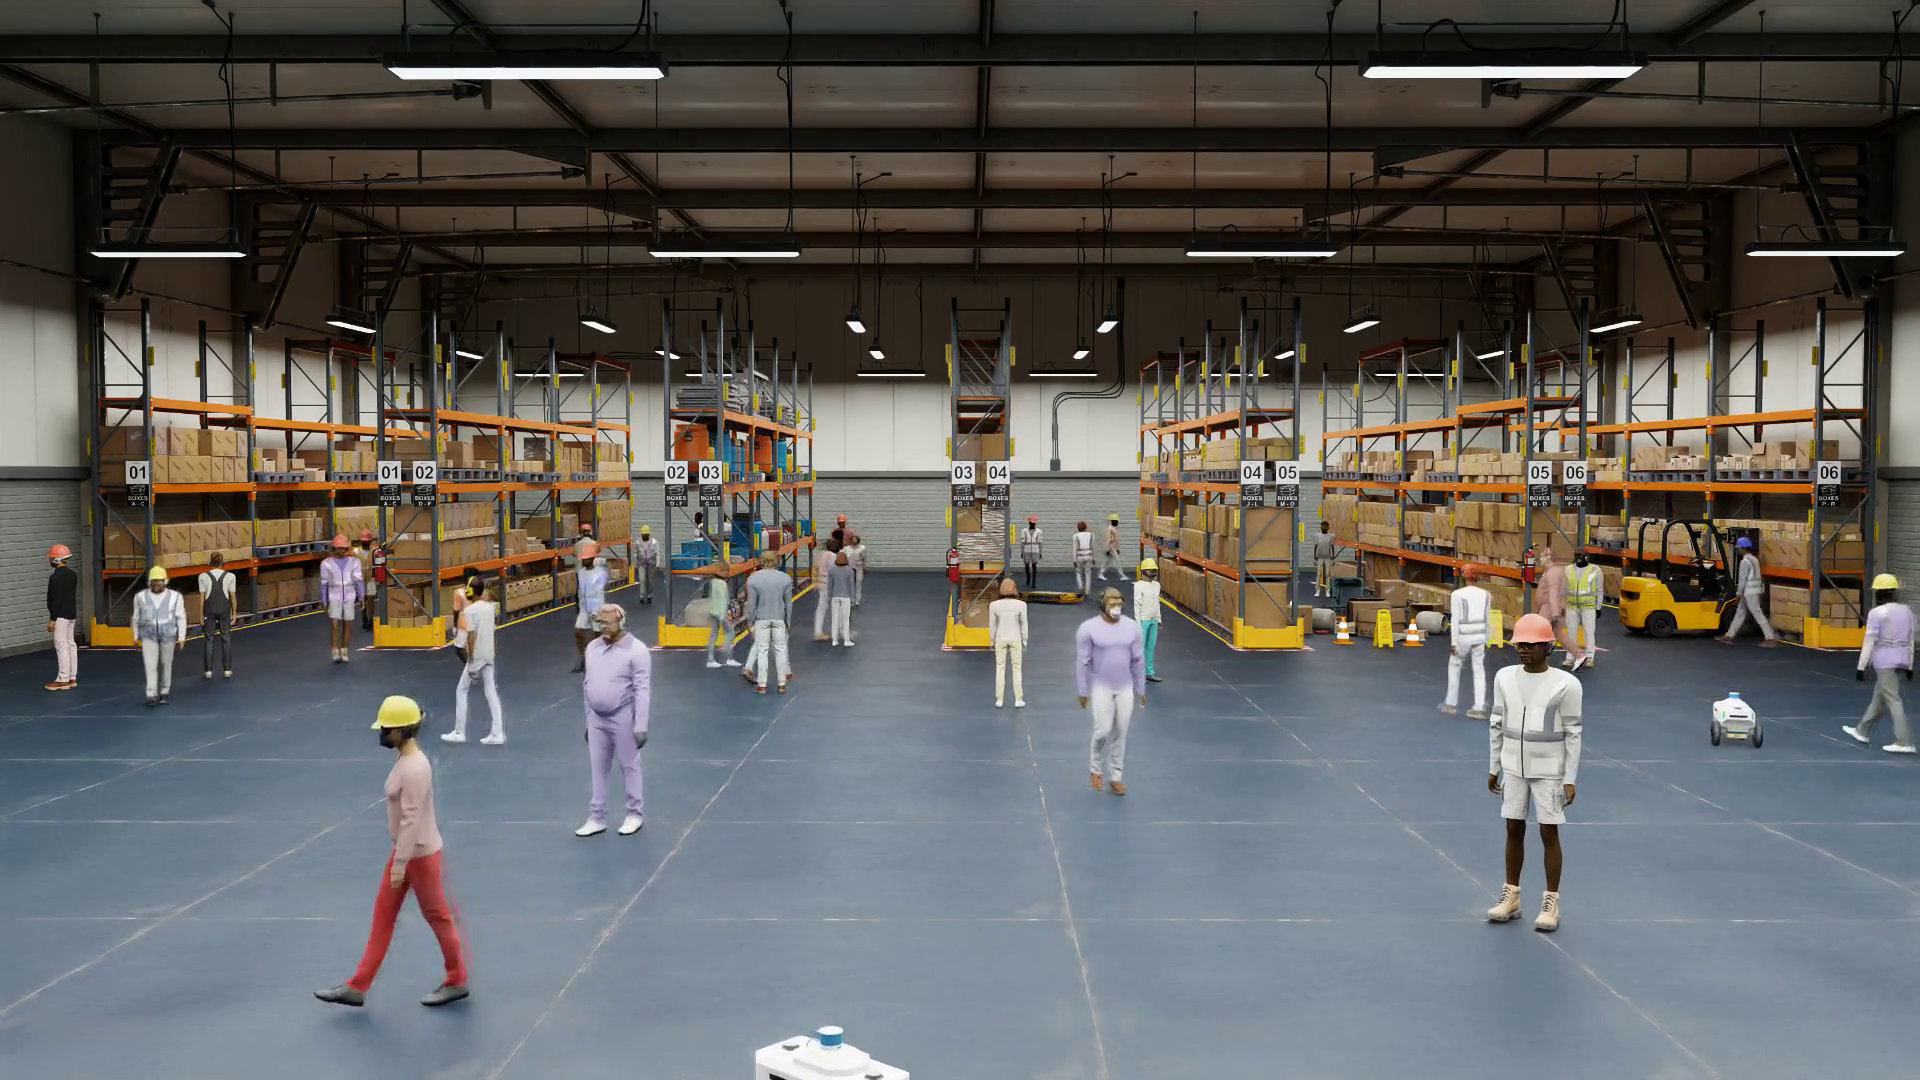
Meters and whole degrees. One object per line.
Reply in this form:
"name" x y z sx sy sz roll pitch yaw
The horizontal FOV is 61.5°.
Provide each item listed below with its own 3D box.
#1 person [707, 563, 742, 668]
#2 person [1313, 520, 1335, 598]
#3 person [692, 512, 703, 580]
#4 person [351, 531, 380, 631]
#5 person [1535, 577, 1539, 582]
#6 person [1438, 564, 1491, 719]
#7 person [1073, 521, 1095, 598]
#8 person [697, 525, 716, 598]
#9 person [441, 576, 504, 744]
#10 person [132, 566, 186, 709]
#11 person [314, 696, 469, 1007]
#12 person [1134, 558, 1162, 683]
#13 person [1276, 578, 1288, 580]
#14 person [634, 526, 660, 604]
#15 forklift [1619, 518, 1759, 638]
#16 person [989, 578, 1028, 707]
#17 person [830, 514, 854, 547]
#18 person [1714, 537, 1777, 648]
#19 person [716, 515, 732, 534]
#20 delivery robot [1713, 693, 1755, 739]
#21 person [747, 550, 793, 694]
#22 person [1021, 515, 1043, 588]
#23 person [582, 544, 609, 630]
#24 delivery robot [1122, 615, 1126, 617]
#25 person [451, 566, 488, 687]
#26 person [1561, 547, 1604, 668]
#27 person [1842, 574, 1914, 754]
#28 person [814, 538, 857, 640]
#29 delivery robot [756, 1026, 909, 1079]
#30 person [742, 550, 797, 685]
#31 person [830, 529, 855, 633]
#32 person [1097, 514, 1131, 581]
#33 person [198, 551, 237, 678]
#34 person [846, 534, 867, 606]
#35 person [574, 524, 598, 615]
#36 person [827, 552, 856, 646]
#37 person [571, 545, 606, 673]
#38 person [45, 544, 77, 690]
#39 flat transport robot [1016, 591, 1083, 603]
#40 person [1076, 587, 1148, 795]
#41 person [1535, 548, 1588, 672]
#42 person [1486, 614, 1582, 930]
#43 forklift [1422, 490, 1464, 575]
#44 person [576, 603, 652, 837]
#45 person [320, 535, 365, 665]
"person" -3.614 1.152 24.794 0.638 1.607 0.500 -1 3 -33
"person" 8.815 0.456 39.087 0.512 1.868 0.329 0 2 11
"person" -7.343 0.170 45.622 0.392 1.919 0.591 -1 2 -23
"person" -11.390 0.767 30.969 0.548 1.902 0.959 -1 2 -15
"person" 12.908 0.624 36.508 0.320 1.737 0.483 -1 3 -26
"person" 6.171 1.225 19.754 0.614 1.853 0.825 -1 2 -18
"person" 2.979 0.464 38.860 0.599 1.863 0.591 0 2 -8
"person" -5.920 0.545 37.932 0.617 1.779 0.951 -1 2 -21
"person" -5.353 1.317 17.768 0.831 1.841 0.526 1 3 25
"person" -10.199 1.229 20.557 0.617 1.781 0.948 -1 2 -24
"person" -3.106 1.720 8.847 0.868 1.720 0.548 -1 3 -28
"person" 2.682 1.142 23.006 0.531 1.772 0.301 -2 3 -43
"person" 9.130 0.159 45.658 0.379 1.938 0.547 1 3 33
"person" -7.188 0.577 37.068 0.601 1.782 0.919 0 2 -11
"forklift" 13.417 0.684 29.791 2.313 2.155 1.214 0 2 0
"person" 0.619 1.313 20.536 0.505 1.642 0.314 0 2 7
"person" -2.909 0.362 39.845 0.623 1.992 0.391 0 2 1
"person" 13.585 0.897 27.812 1.042 1.887 0.611 2 3 37
"person" -6.848 0.143 46.914 0.531 1.870 0.318 0 2 -6
"delivery robot" 8.517 1.923 17.769 0.477 0.478 0.707 1 2 18
"person" -2.579 1.107 21.850 0.628 1.935 0.373 -1 2 -18
"person" 1.882 0.303 42.261 0.565 1.916 0.510 0 2 3
"person" -6.943 0.899 30.749 0.522 1.637 0.306 0 2 3
"delivery robot" 2.793 1.529 27.679 0.477 0.478 0.707 0 2 5
"person" -6.786 1.203 22.414 0.403 1.686 0.549 2 3 41
"person" 9.539 1.035 24.809 0.634 1.842 0.429 2 3 37
"person" 9.833 1.307 17.326 0.612 1.884 0.925 -1 3 -26
"person" -2.245 0.885 28.892 0.878 1.812 0.661 -1 3 -32
"delivery robot" -0.557 2.350 6.968 0.707 0.478 0.477 2 4 42
"person" -2.710 1.088 22.873 0.637 1.908 0.982 2 3 35
"person" -2.240 0.768 30.244 0.645 1.943 0.441 1 2 24
"person" 4.272 0.212 45.137 0.974 1.880 0.601 1 2 16
"person" -10.854 1.085 23.607 0.507 1.842 0.332 -1 3 -28
"person" -2.366 0.671 36.672 0.519 1.629 0.386 0 2 7
"person" -7.697 0.654 33.185 0.638 1.933 0.719 1 2 22
"person" -2.036 1.020 27.913 0.526 1.626 0.367 1 2 17
"person" -5.511 1.036 23.910 0.538 1.909 0.664 1 3 26
"person" -12.420 1.057 22.315 0.375 1.997 0.612 0 2 -7
"flat transport robot" 2.087 1.321 37.614 1.431 0.197 0.652 2 3 36
"person" 1.408 1.392 14.885 0.637 1.924 0.439 -1 2 -16
"person" 8.930 1.047 24.221 0.903 1.876 0.654 1 3 25
"person" 3.740 1.501 10.561 0.605 2.045 0.378 2 3 44
"forklift" 13.926 -0.371 47.846 1.873 2.768 1.129 0 2 0
"person" -2.853 1.466 13.281 0.651 1.908 0.420 1 2 24
"person" -9.649 0.940 25.256 0.621 2.005 0.893 -1 3 -30
